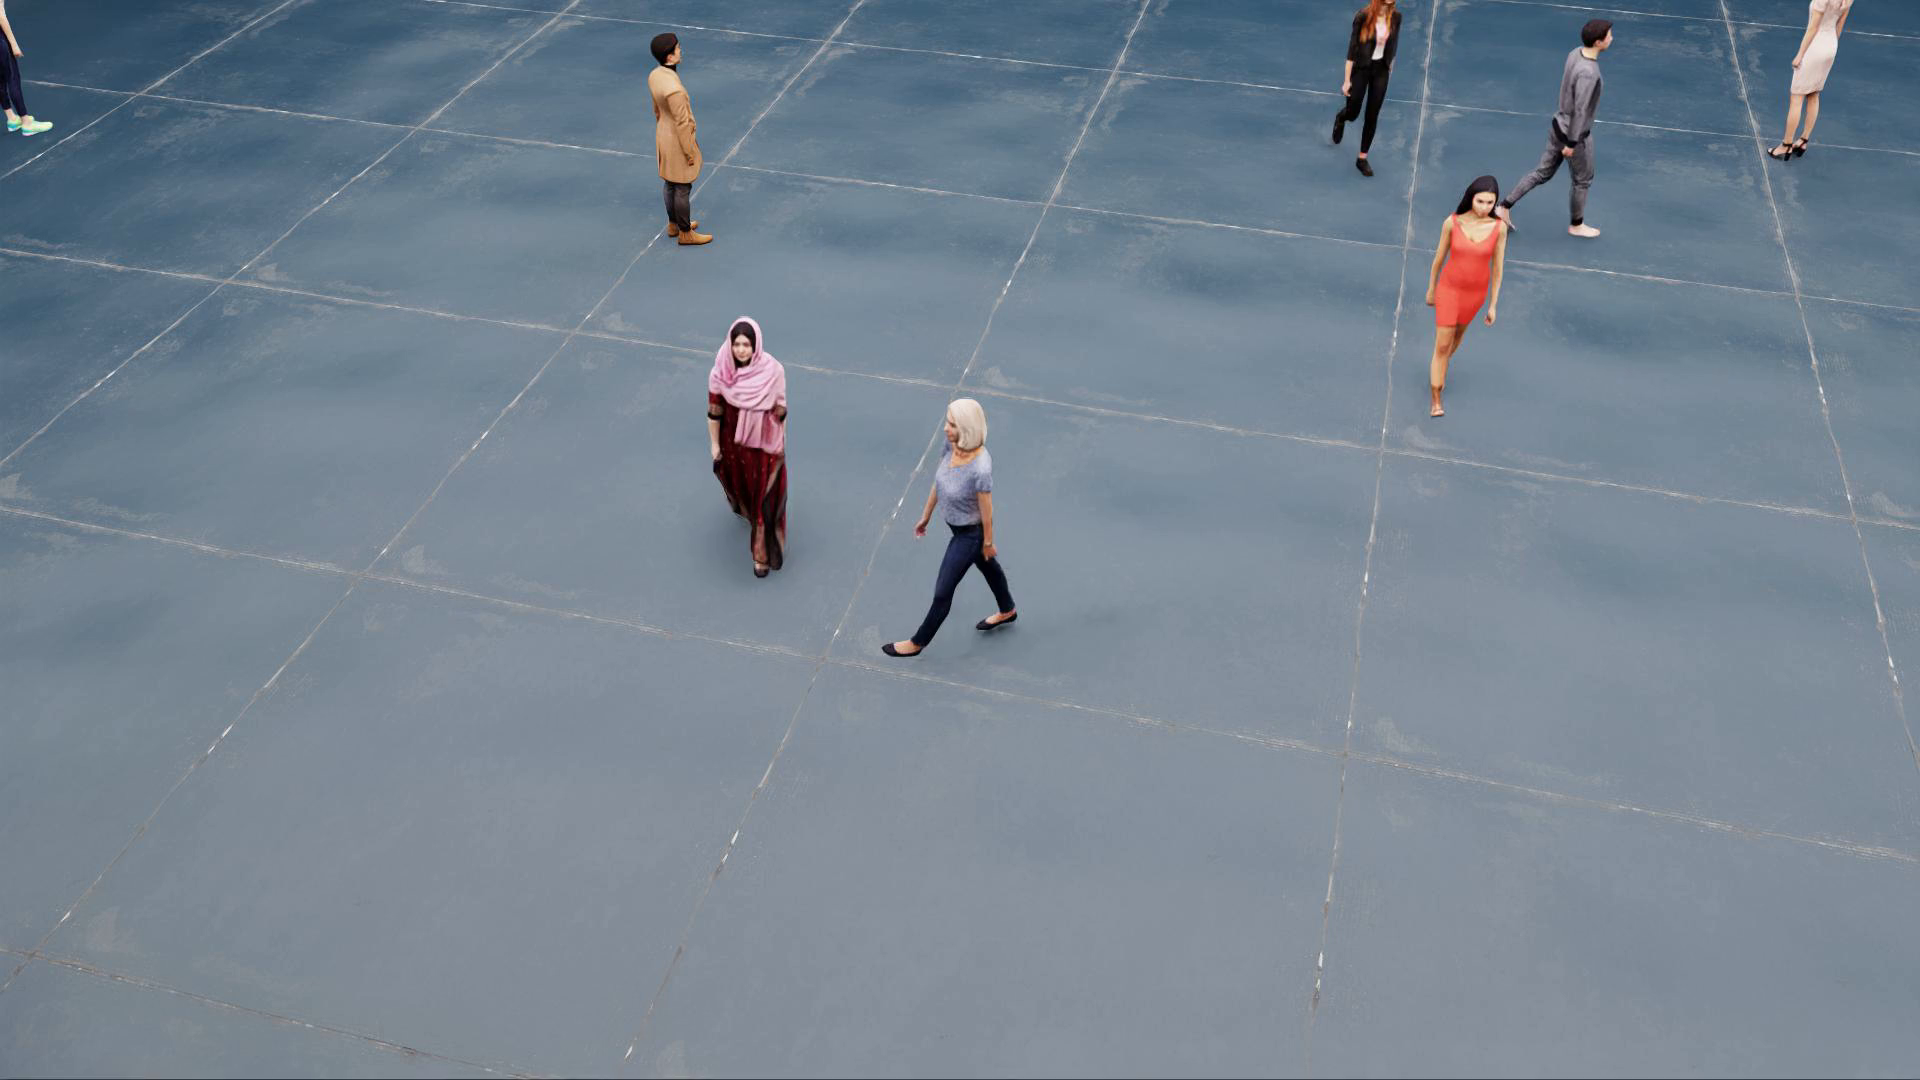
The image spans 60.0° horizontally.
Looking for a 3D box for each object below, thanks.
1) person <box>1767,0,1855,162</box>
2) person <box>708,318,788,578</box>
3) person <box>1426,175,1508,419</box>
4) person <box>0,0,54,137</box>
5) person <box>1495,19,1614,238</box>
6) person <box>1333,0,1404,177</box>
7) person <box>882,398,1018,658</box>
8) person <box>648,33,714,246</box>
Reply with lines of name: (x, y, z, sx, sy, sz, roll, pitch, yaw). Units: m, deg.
person: (7.434, -4.192, 14.430, 0.653, 1.829, 0.688, -15, 40, -18)
person: (-1.282, -0.655, 10.095, 0.805, 1.601, 1.110, 0, 38, 0)
person: (3.431, -1.723, 11.396, 0.702, 1.679, 1.107, 5, 38, 6)
person: (-8.665, -4.498, 14.925, 0.666, 1.702, 0.639, 22, 43, 25)
person: (4.778, -3.266, 13.256, 0.965, 1.818, 1.147, -2, 38, -2)
person: (3.495, -4.046, 14.350, 0.829, 1.698, 1.022, -5, 38, -6)
person: (0.122, -0.090, 9.315, 1.069, 1.671, 1.099, -14, 40, -17)
person: (-2.274, -3.185, 13.227, 0.816, 1.725, 0.760, -21, 43, -25)
